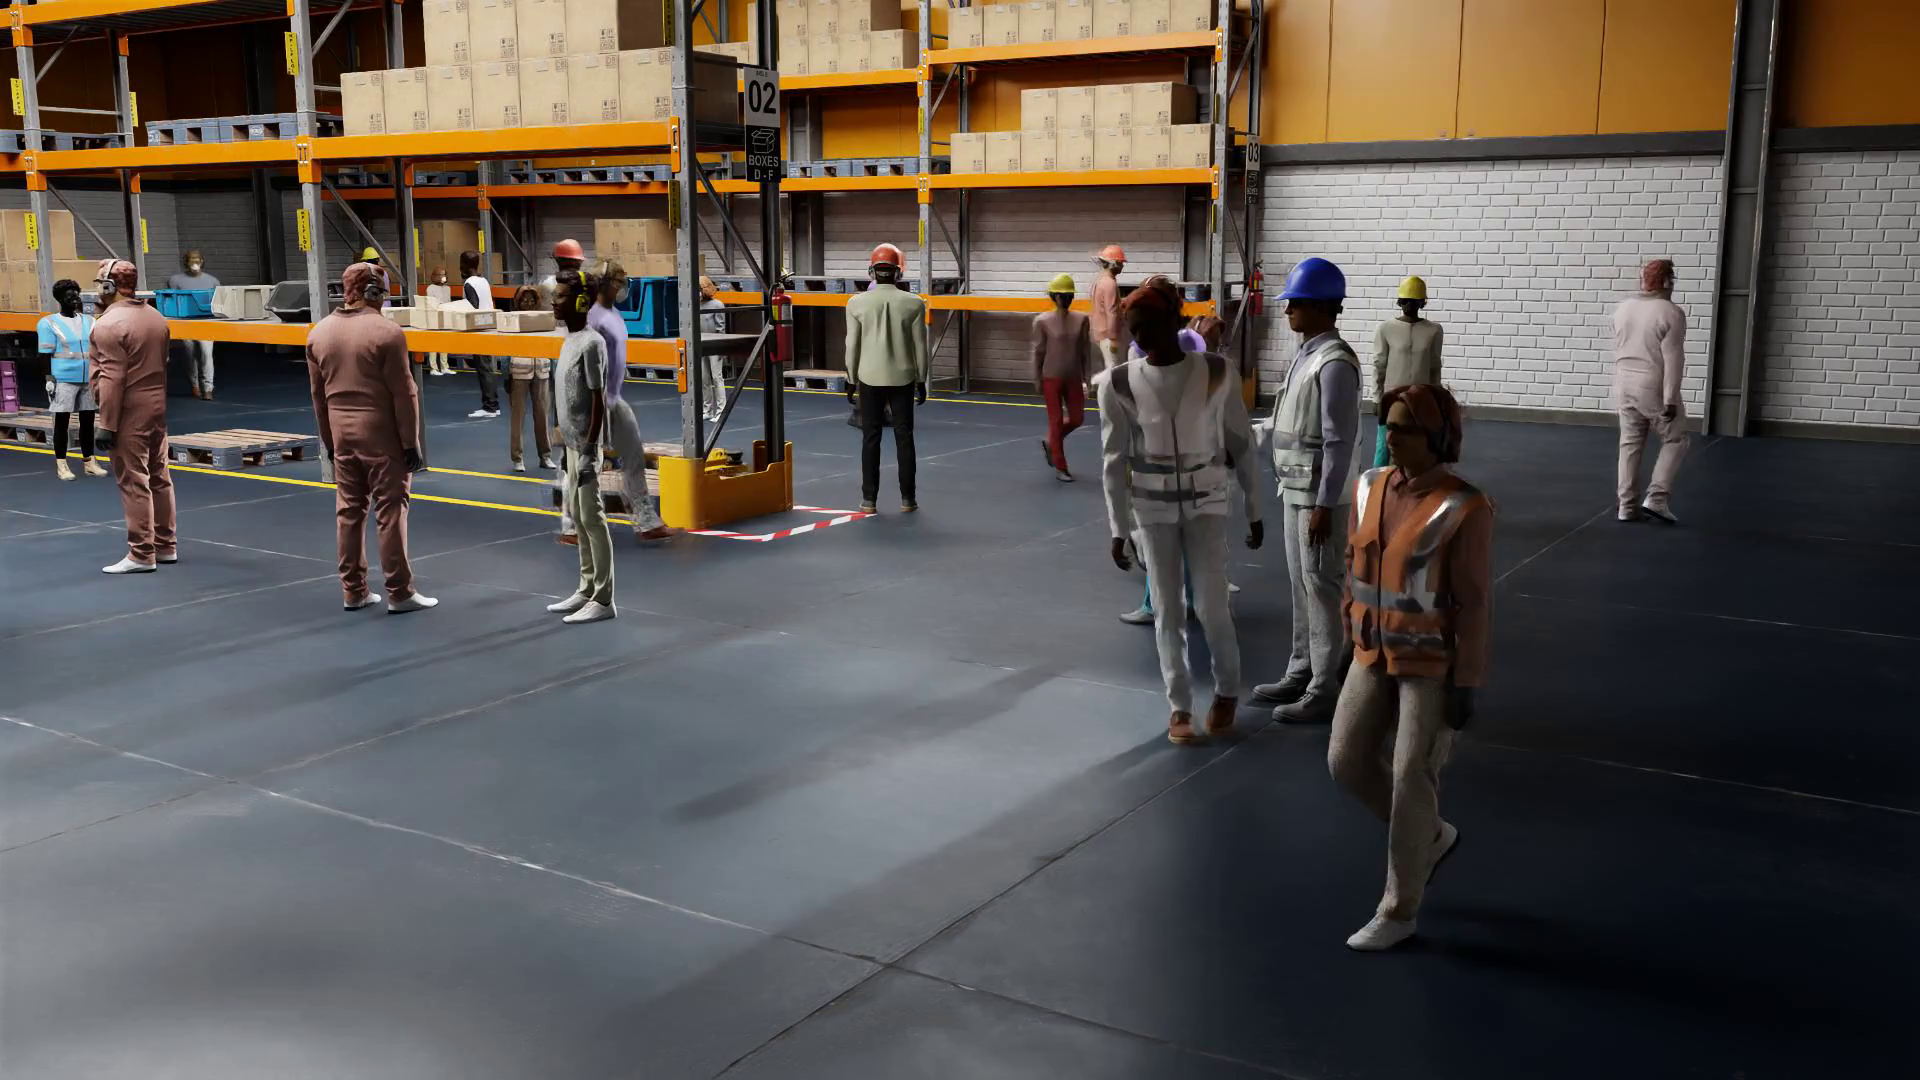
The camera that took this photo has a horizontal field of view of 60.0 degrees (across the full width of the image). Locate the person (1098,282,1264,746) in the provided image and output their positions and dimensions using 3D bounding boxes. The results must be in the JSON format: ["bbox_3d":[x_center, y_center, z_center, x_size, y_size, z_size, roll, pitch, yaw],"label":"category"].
[{"bbox_3d":[0.878,-0.088,6.654,0.672,1.858,0.385,1,10,8],"label":"person"}]

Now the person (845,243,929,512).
[{"bbox_3d":[-0.542,-1.195,12.378,0.622,1.994,0.381,-1,10,-4],"label":"person"}]

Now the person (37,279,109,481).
[{"bbox_3d":[-7.504,-1.355,14.085,0.316,1.697,0.540,6,12,28],"label":"person"}]

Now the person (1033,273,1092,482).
[{"bbox_3d":[0.840,-1.387,14.099,0.538,1.750,0.578,-5,11,-24],"label":"person"}]

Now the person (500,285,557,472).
[{"bbox_3d":[-3.788,-1.418,14.620,0.516,1.634,0.312,-8,13,-38],"label":"person"}]

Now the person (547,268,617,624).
[{"bbox_3d":[-2.028,-0.496,8.839,0.328,1.877,0.510,-5,11,-27],"label":"person"}]

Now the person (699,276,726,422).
[{"bbox_3d":[-2.827,-2.128,18.581,0.503,1.622,0.299,7,12,33],"label":"person"}]

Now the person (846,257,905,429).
[{"bbox_3d":[-0.883,-2.131,17.807,0.575,1.908,0.726,4,11,19],"label":"person"}]

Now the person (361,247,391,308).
[{"bbox_3d":[-8.504,-3.300,24.261,0.396,1.918,0.588,0,10,2],"label":"person"}]

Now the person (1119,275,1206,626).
[{"bbox_3d":[1.077,-0.458,8.717,0.393,1.842,0.564,10,14,43],"label":"person"}]

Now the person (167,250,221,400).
[{"bbox_3d":[-9.760,-2.752,21.261,0.628,1.911,0.958,-5,11,-24],"label":"person"}]

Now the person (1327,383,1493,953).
[{"bbox_3d":[1.303,0.359,4.763,0.437,1.626,0.530,-6,12,-29],"label":"person"}]

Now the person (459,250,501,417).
[{"bbox_3d":[-5.509,-2.361,19.104,0.414,1.908,0.594,0,10,0],"label":"person"}]

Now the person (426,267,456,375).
[{"bbox_3d":[-7.815,-3.287,24.996,0.286,1.626,0.493,4,11,23],"label":"person"}]

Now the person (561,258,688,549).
[{"bbox_3d":[-2.212,-0.863,10.807,0.940,1.892,0.664,2,10,9],"label":"person"}]

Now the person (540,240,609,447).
[{"bbox_3d":[-3.659,-1.878,16.089,0.818,2.014,0.622,3,11,15],"label":"person"}]

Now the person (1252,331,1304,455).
[{"bbox_3d":[3.151,-1.662,15.436,0.779,1.841,0.550,0,10,0],"label":"person"}]

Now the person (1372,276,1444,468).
[{"bbox_3d":[3.281,-1.049,12.214,0.526,1.765,0.329,0,10,-3],"label":"person"}]

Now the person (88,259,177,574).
[{"bbox_3d":[-5.077,-0.750,10.155,0.407,1.910,0.639,1,10,3],"label":"person"}]

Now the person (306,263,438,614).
[{"bbox_3d":[-3.187,-0.545,9.045,0.638,1.902,0.406,4,11,20],"label":"person"}]

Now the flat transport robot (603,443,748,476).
[{"bbox_3d":[-2.593,-0.693,14.375,1.431,0.197,0.652,7,12,32],"label":"flat transport robot"}]

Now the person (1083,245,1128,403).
[{"bbox_3d":[1.565,-2.251,18.291,0.677,1.971,0.628,0,10,-1],"label":"person"}]

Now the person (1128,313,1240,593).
[{"bbox_3d":[1.315,-0.521,9.706,0.732,1.609,0.520,7,13,35],"label":"person"}]

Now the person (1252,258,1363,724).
[{"bbox_3d":[1.489,-0.204,7.018,0.390,1.948,0.605,-1,10,-3],"label":"person"}]

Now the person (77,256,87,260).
[{"bbox_3d":[-14.070,-3.624,26.459,0.816,1.786,0.606,-2,10,-11],"label":"person"}]

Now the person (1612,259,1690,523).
[{"bbox_3d":[4.969,-1.053,11.898,0.504,1.888,0.647,-5,12,-27],"label":"person"}]
